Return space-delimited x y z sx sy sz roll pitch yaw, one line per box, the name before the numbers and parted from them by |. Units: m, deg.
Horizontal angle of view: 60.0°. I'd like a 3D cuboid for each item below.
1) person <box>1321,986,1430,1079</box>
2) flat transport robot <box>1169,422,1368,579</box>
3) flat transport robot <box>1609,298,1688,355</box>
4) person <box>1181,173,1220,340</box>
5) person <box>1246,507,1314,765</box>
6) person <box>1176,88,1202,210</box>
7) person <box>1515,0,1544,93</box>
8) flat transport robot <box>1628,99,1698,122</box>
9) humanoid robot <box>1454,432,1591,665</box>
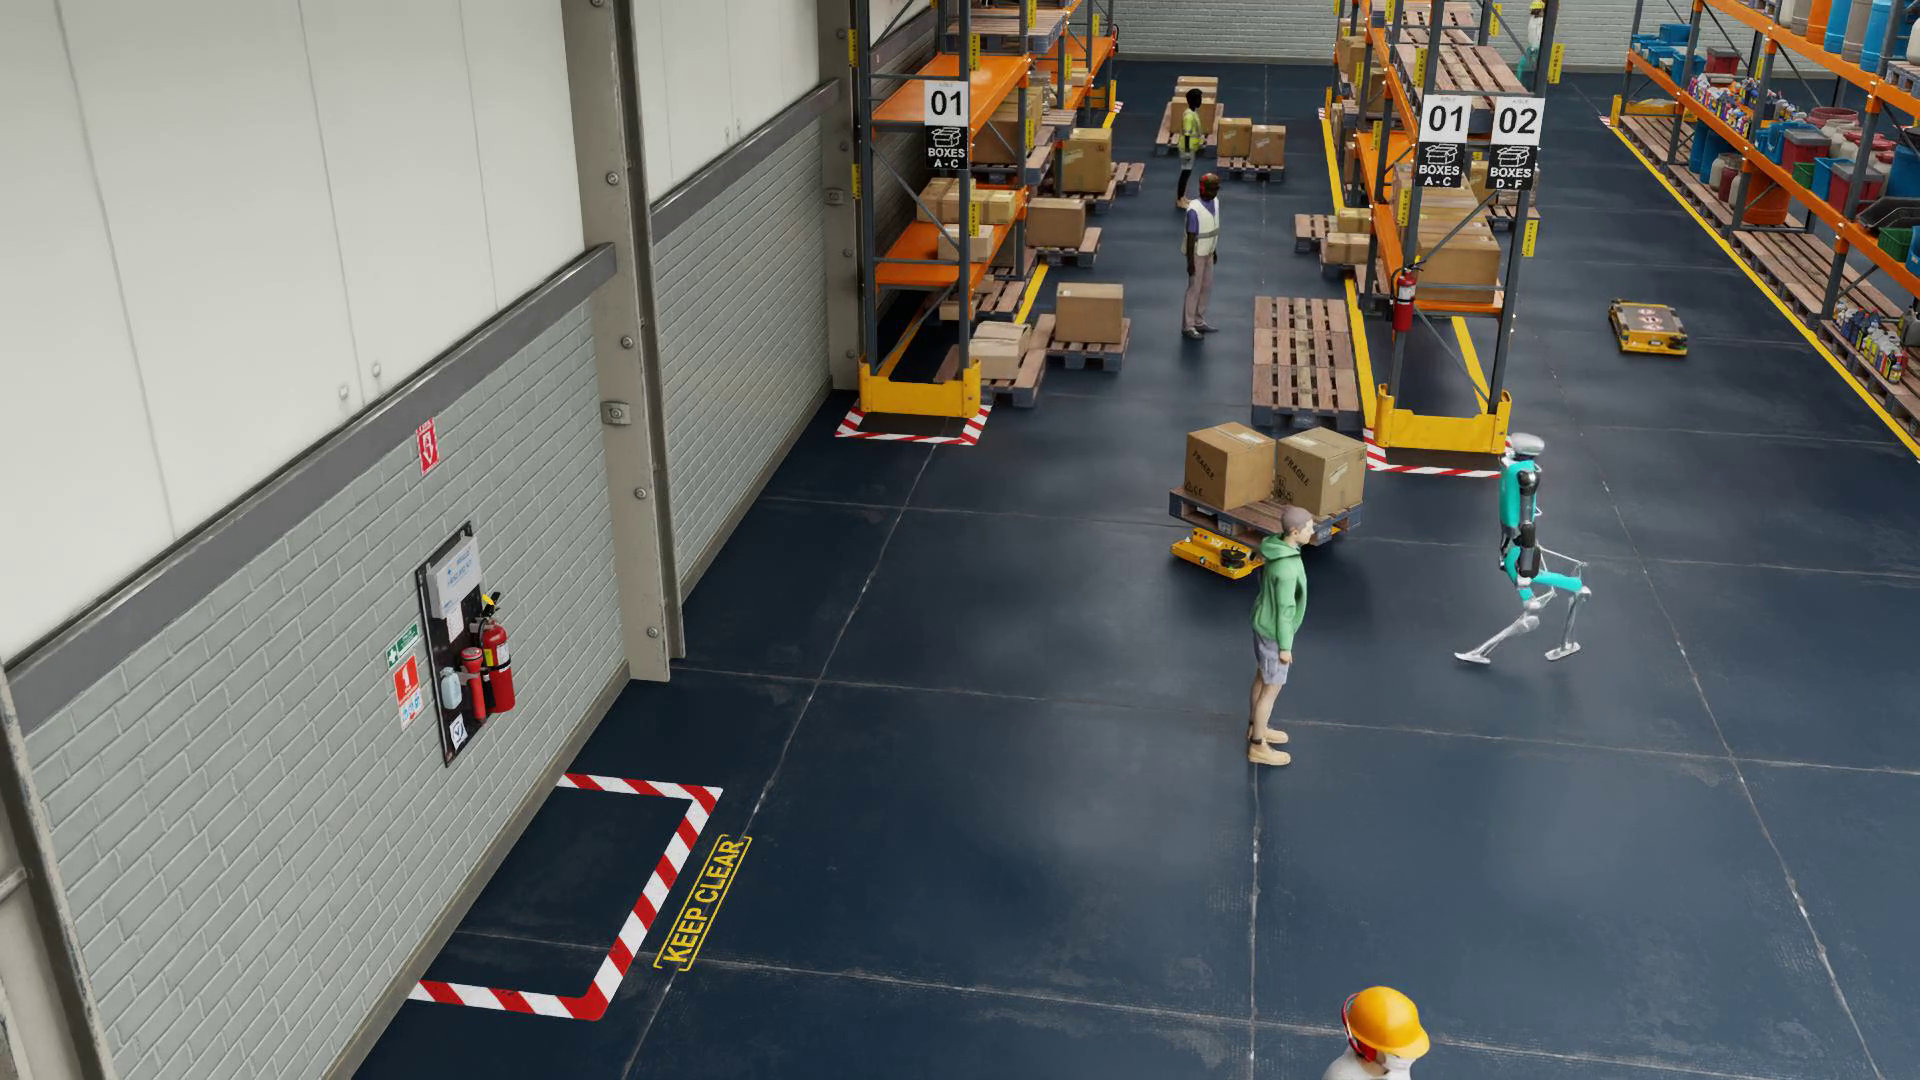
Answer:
person | 1.496 2.434 6.247 0.383 1.892 0.578 21 32 37
flat transport robot | 2.431 -0.065 13.497 1.431 0.231 0.659 -21 32 -37
flat transport robot | 7.607 -2.360 18.408 0.659 0.231 1.431 6 26 13
person | 2.619 -3.106 18.167 0.394 1.830 0.577 16 29 31
person | 1.976 0.588 10.371 0.331 1.732 0.464 1 25 3
person | 3.245 -5.541 23.544 0.322 1.686 0.537 5 25 10
person | 10.863 -9.414 31.771 0.848 1.729 0.541 -4 25 -9
flat transport robot | 12.787 -7.711 29.862 0.659 0.231 1.431 -21 32 -37
humanoid robot | 4.022 0.107 11.455 1.063 1.758 0.574 0 25 1
